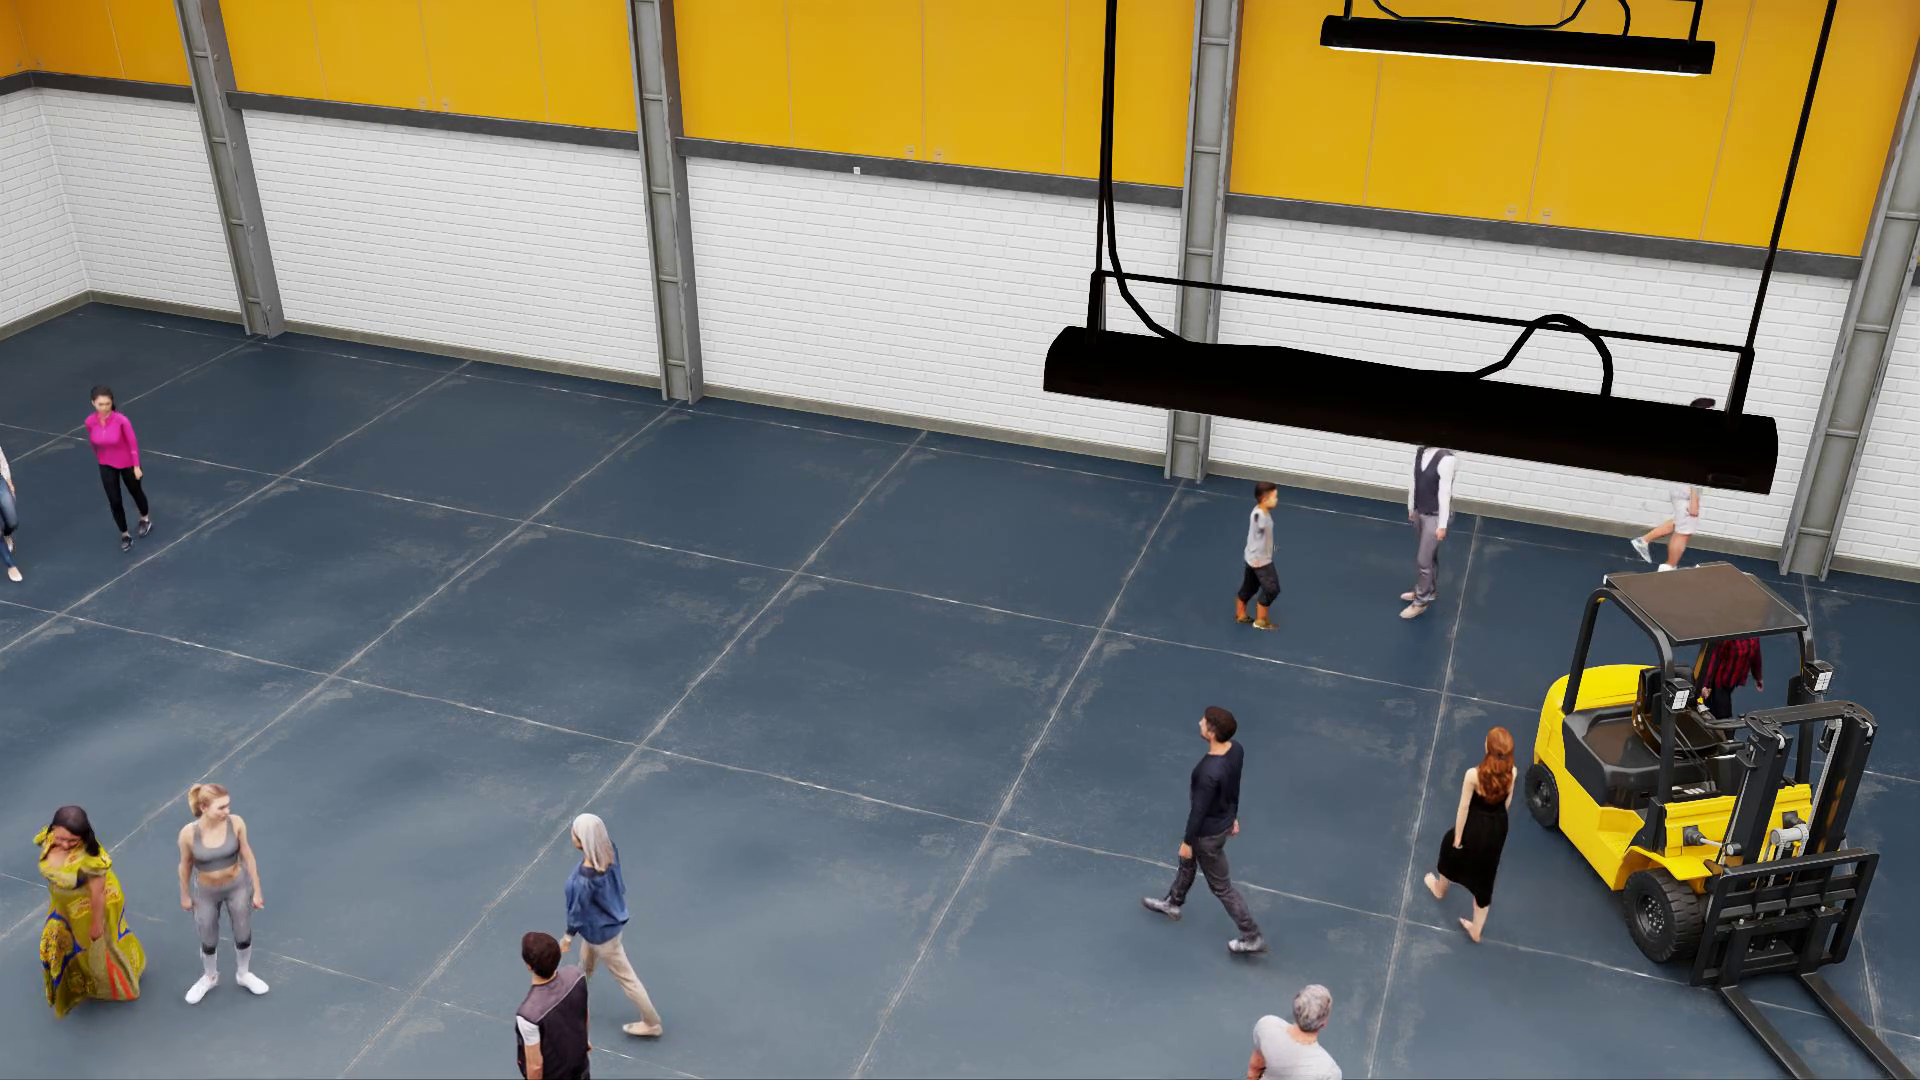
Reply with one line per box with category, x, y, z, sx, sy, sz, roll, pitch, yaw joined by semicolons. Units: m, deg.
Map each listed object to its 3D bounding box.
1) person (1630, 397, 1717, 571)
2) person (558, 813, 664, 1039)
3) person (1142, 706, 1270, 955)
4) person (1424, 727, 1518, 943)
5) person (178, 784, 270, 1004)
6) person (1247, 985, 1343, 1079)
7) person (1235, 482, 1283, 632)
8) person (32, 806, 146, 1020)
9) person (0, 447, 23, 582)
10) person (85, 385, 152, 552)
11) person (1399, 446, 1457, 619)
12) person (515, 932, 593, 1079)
person;6.612;-0.463;15.331;0.849;1.843;0.699;8;30;15
person;-2.109;2.422;10.240;1.140;1.653;0.778;4;29;7
person;1.732;1.948;10.925;1.255;1.829;0.820;17;33;28
person;3.507;1.999;11.074;0.944;1.597;0.917;-5;29;-9
person;-4.732;2.234;10.560;0.833;1.675;0.869;-8;30;-14
person;1.678;3.112;8.806;0.927;1.815;0.832;-21;35;-33
person;2.584;0.093;14.723;0.689;1.449;0.632;5;29;8
person;-5.518;2.290;10.526;0.783;1.610;0.920;17;33;28
person;-9.051;-0.459;15.469;0.845;1.702;0.990;-21;35;-33
person;-8.103;-0.751;16.043;0.915;1.666;0.911;-3;29;-5
person;4.242;-0.238;14.838;0.910;1.919;0.850;-7;29;-13
person;-2.202;2.901;9.159;0.618;1.848;0.693;14;32;24
